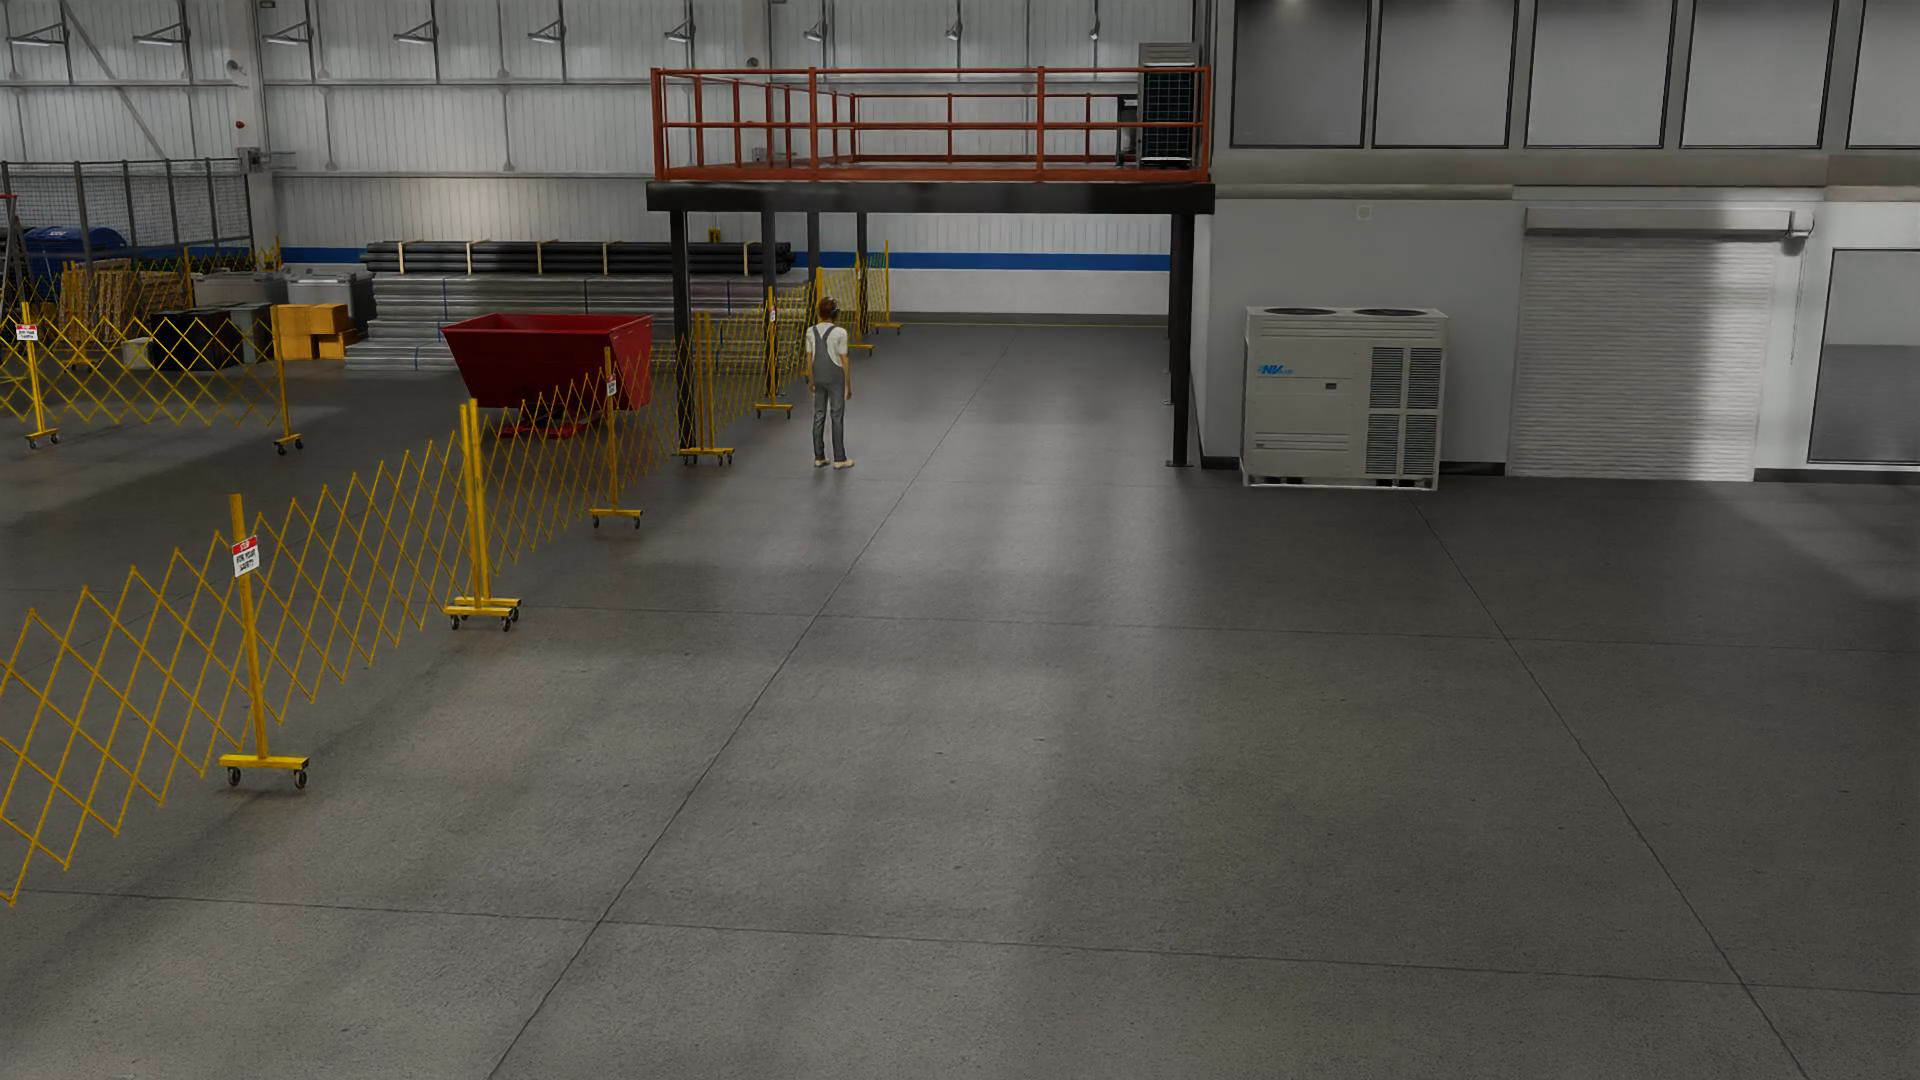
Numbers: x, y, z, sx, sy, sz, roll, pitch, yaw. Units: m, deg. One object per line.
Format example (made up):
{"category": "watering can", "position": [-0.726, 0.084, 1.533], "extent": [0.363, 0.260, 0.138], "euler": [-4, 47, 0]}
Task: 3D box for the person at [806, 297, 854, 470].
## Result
{"category": "person", "position": [-1.392, -1.674, 17.788], "extent": [0.514, 1.844, 0.333], "euler": [6, 15, 24]}
